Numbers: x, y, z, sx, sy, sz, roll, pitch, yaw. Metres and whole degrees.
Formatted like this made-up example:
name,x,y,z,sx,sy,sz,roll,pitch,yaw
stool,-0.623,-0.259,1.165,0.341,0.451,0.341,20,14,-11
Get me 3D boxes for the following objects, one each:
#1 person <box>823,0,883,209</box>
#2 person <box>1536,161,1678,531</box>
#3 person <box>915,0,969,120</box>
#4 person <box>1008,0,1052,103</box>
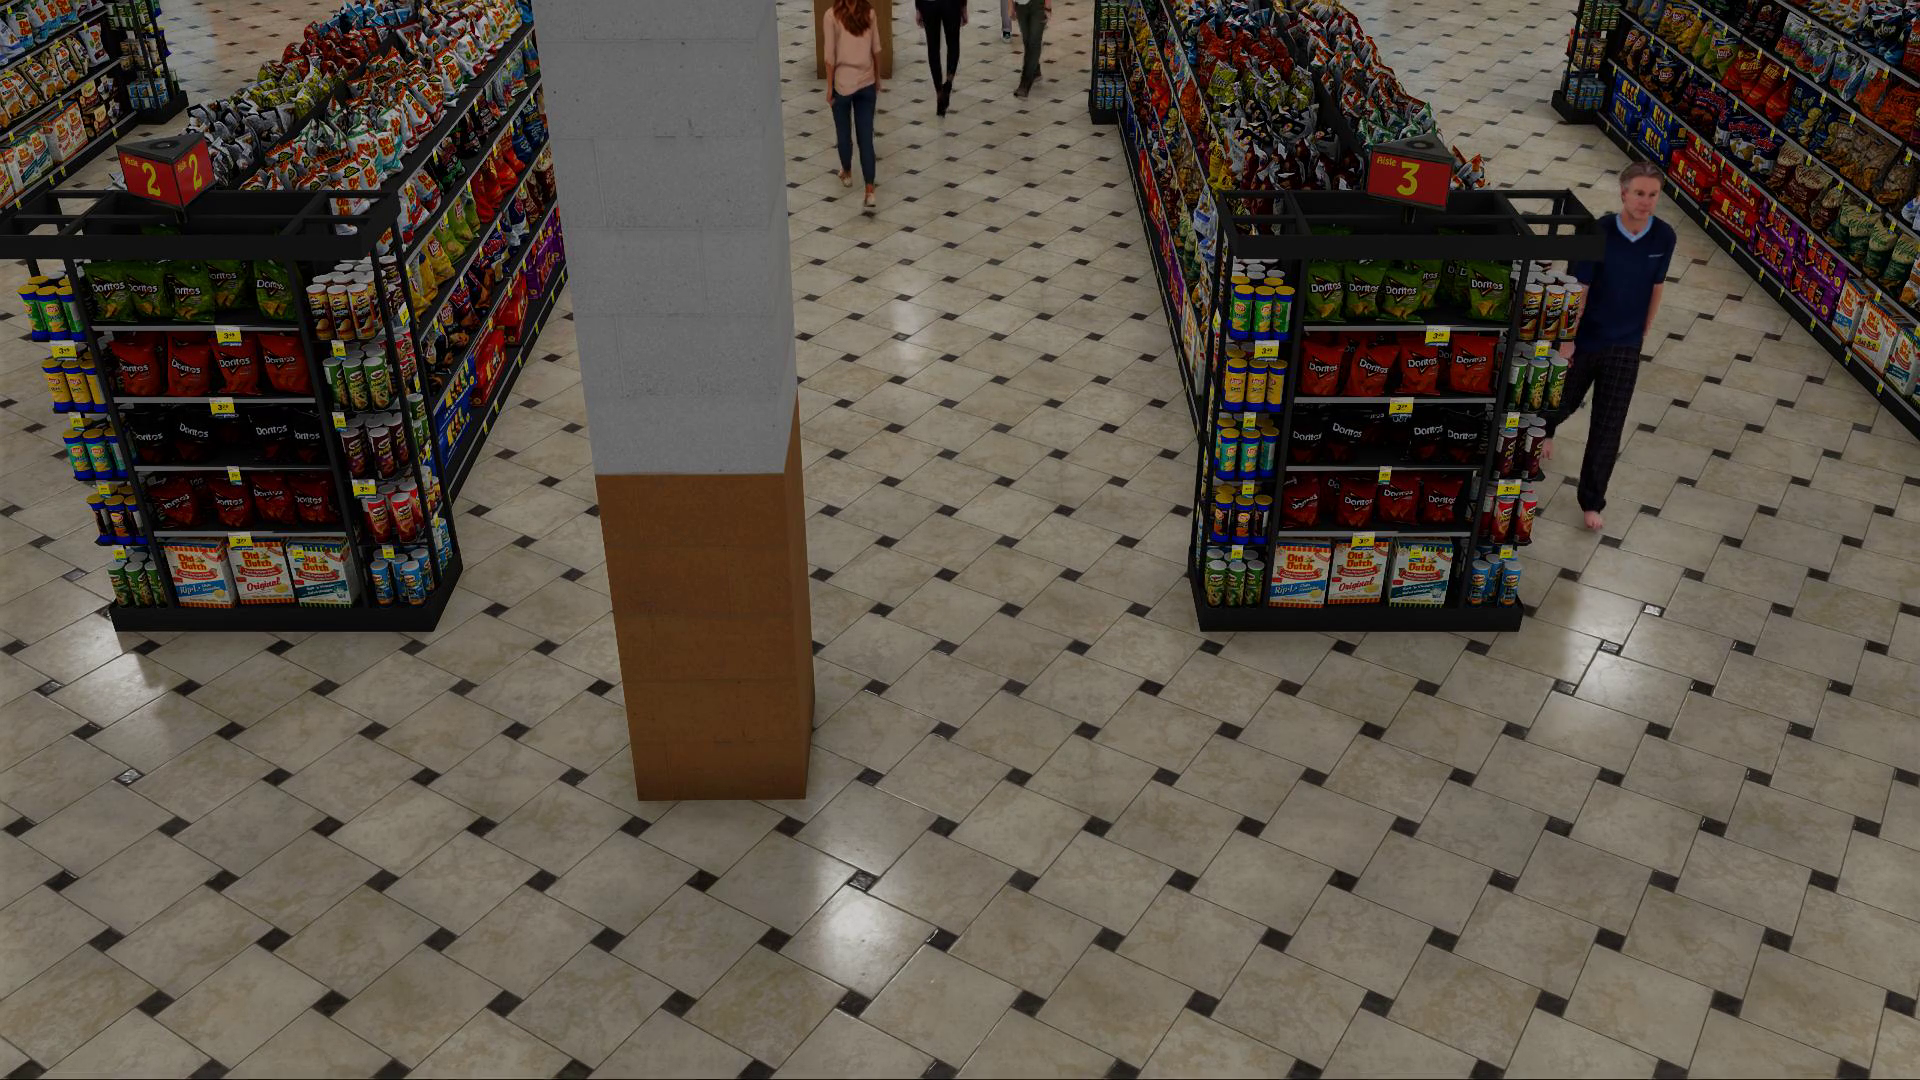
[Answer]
name,x,y,z,sx,sy,sz,roll,pitch,yaw
person,-0.756,-3.303,12.279,0.841,1.746,1.225,-9,33,-14
person,3.283,-1.062,8.592,0.766,1.836,1.212,4,32,7
person,-0.158,-4.413,13.993,0.612,1.821,0.803,-1,32,-2
person,0.667,-4.710,14.697,0.886,1.581,1.236,14,35,22
